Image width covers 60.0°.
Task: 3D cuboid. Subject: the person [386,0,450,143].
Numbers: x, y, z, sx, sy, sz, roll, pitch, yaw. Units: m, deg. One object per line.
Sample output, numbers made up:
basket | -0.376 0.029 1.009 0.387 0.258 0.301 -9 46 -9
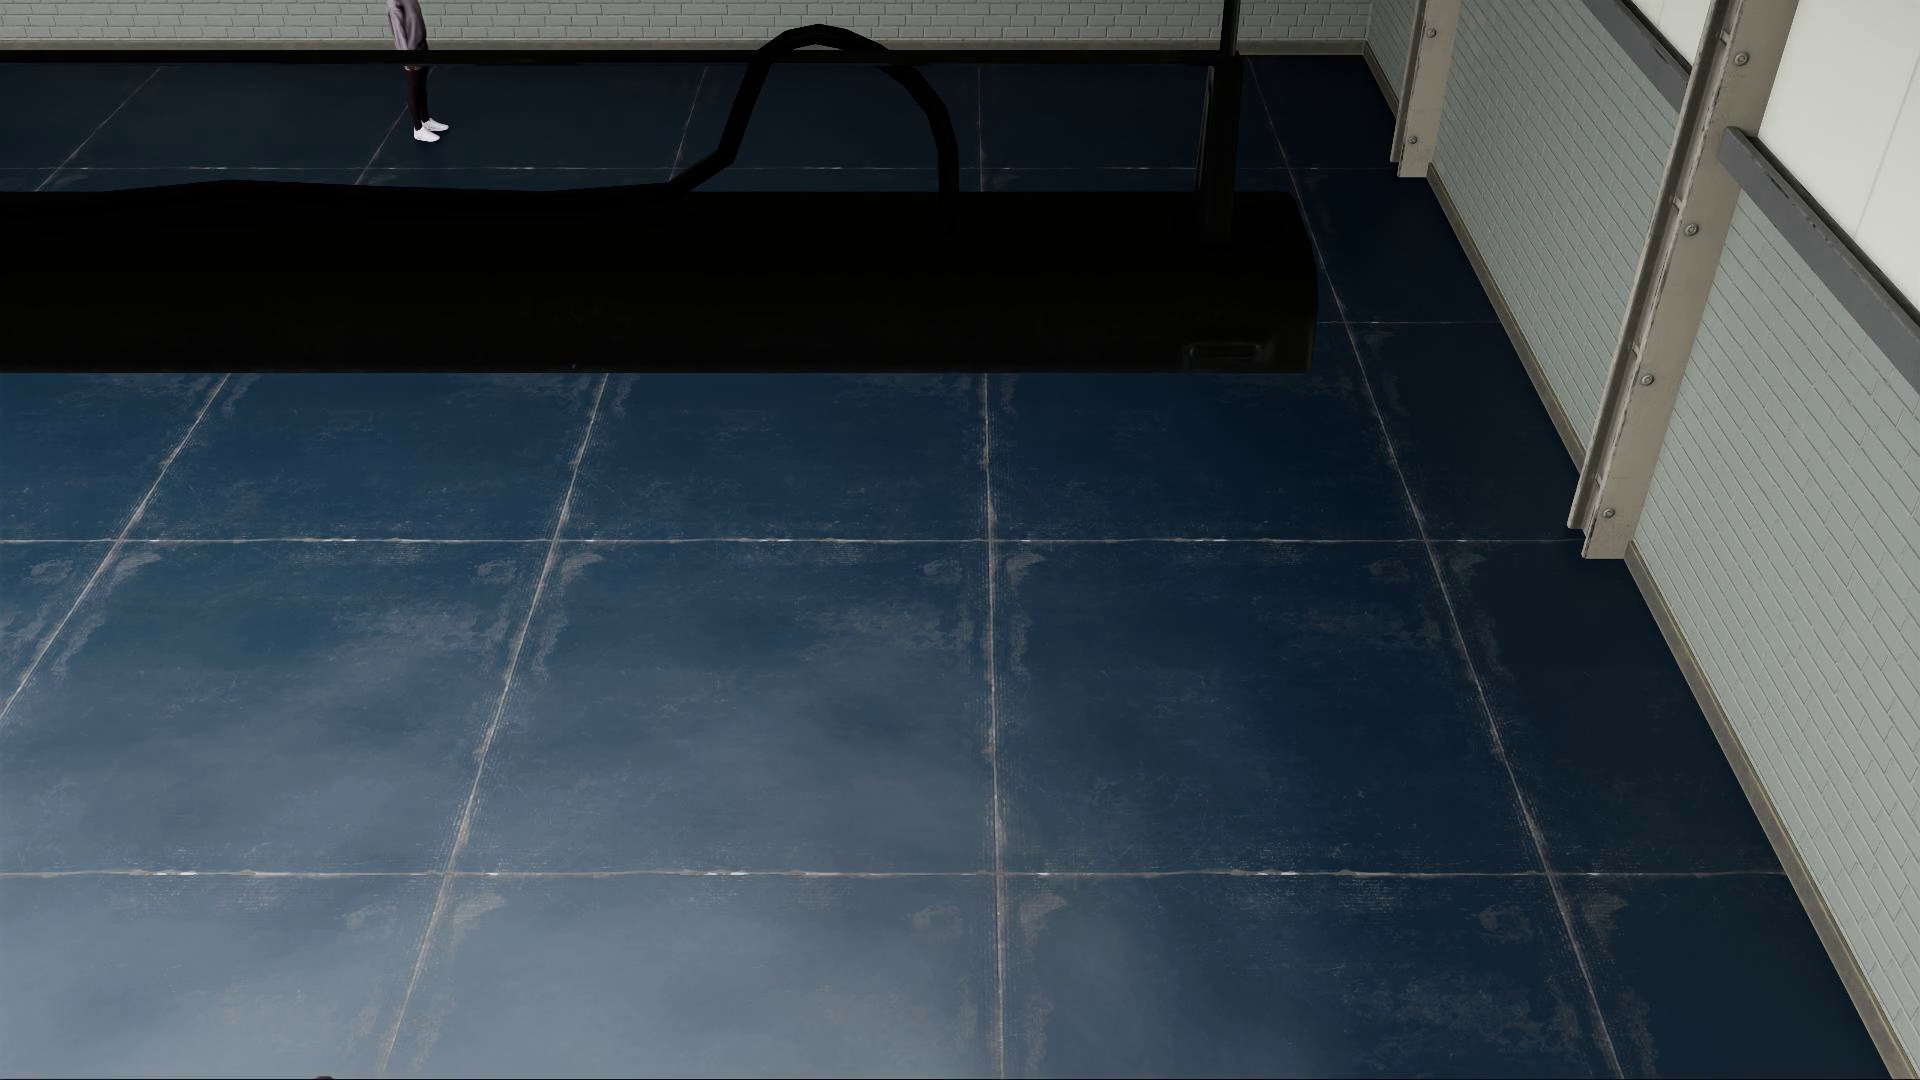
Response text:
person | -5.391 -4.823 16.325 0.695 1.772 0.497 3 37 5
